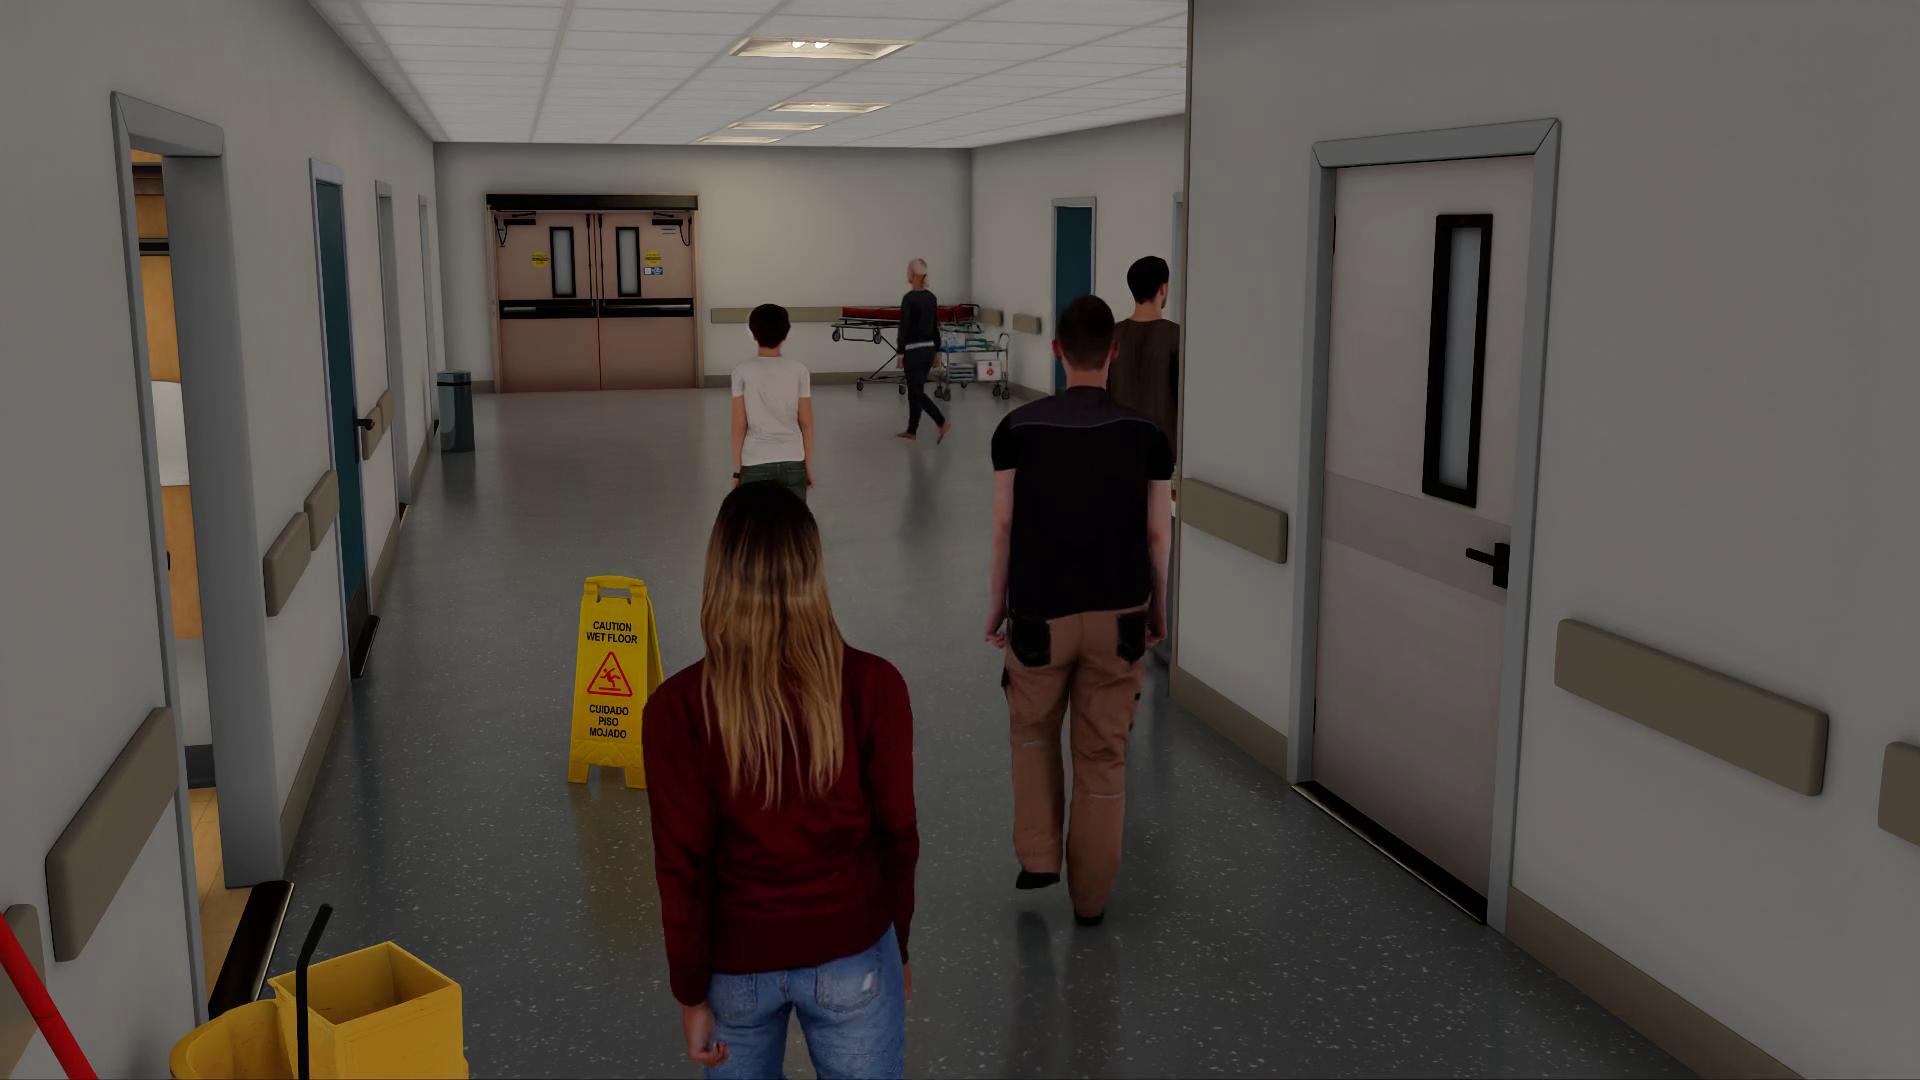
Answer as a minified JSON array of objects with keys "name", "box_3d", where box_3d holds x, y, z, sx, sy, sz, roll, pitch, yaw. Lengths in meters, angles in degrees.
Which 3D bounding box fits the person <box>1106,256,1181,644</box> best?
[{"name":"person","box_3d":[0.899,-0.406,7.945,0.729,1.889,0.800,7,13,32]}]

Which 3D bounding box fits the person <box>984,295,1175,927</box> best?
[{"name":"person","box_3d":[0.331,0.228,4.751,0.791,1.834,0.778,1,11,5]}]

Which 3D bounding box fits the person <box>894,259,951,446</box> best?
[{"name":"person","box_3d":[-0.328,-1.737,15.456,1.124,1.703,0.977,9,14,40]}]

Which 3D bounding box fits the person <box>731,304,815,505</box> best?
[{"name":"person","box_3d":[-0.925,-0.341,8.230,0.563,1.655,0.524,-2,11,-13]}]

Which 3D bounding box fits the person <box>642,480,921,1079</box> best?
[{"name":"person","box_3d":[-0.252,0.727,2.713,0.638,1.613,1.016,-2,11,-12]}]
